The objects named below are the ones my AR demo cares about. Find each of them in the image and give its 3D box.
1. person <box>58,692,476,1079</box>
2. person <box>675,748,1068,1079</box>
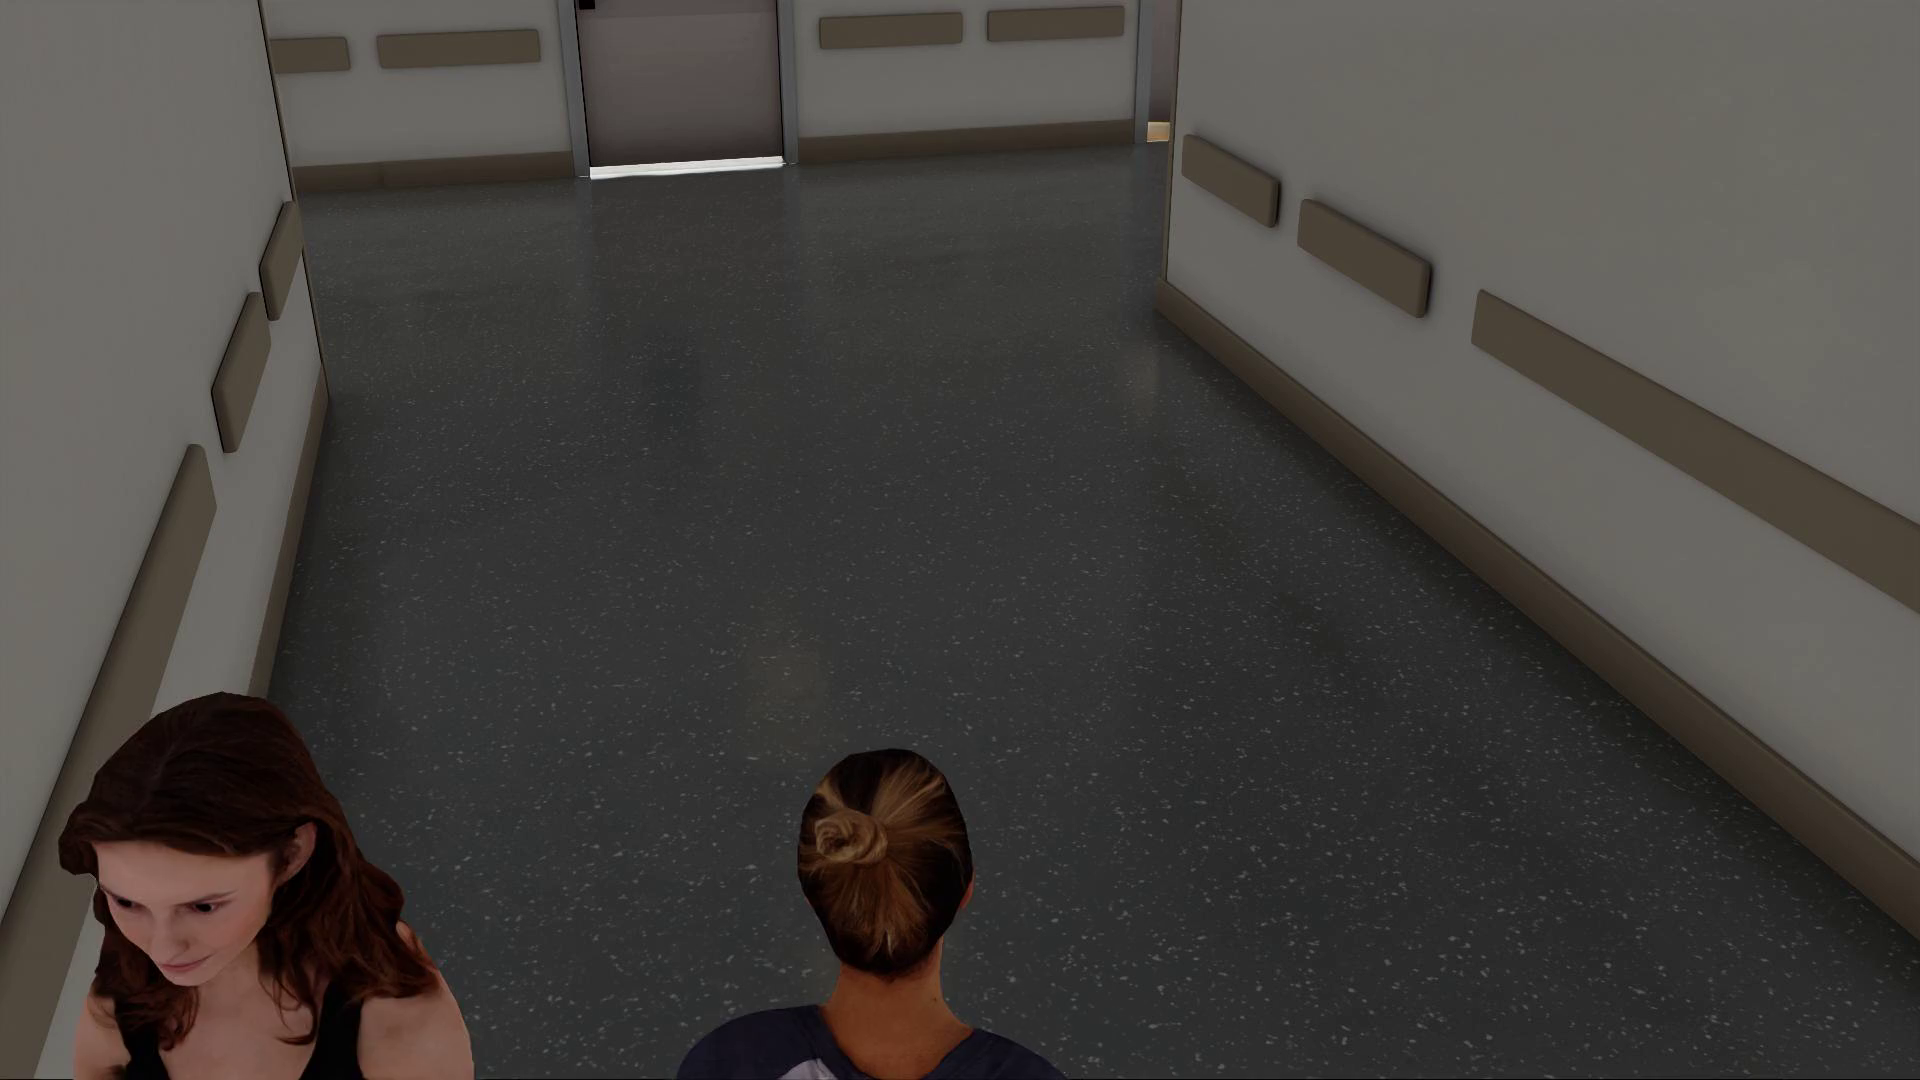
[{"bbox_3d":[-0.658,0.868,1.939,0.817,1.716,0.909,4,26,8],"label":"person"},{"bbox_3d":[-0.102,1.018,1.767,0.915,1.597,0.915,6,26,13],"label":"person"}]
